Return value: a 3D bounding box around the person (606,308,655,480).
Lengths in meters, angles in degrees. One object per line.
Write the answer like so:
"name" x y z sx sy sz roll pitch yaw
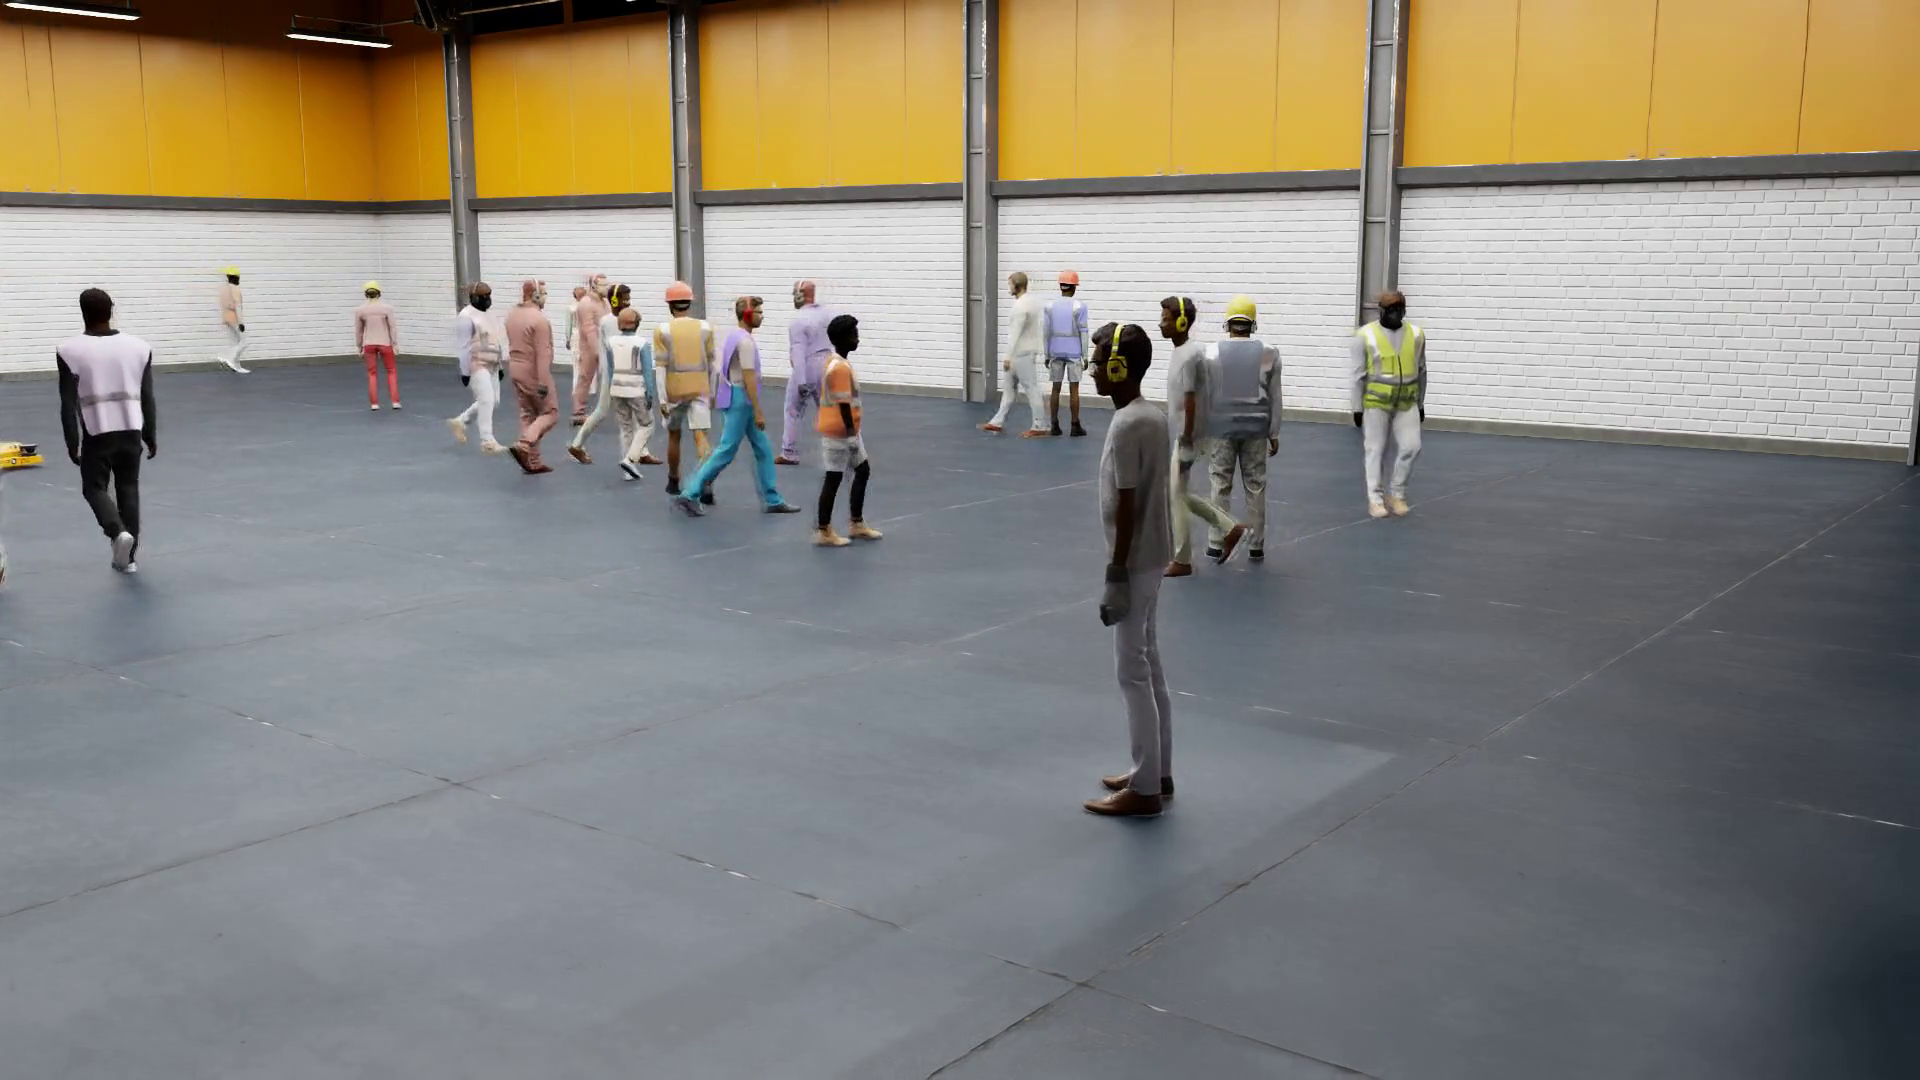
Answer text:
"person" -3.067 -1.344 15.466 0.519 1.622 0.383 4 11 24

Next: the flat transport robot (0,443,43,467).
"flat transport robot" -9.942 -0.858 16.544 1.431 0.197 0.652 4 10 20

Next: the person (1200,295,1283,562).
"person" 1.905 -0.754 11.400 0.597 1.832 0.404 0 10 3

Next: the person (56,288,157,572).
"person" -5.549 -0.699 10.902 0.590 1.896 0.608 -9 13 -42

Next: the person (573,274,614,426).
"person" -4.347 -2.303 20.311 0.949 1.865 0.642 3 10 14

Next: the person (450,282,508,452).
"person" -5.182 -1.843 17.775 0.659 1.821 0.633 2 10 11

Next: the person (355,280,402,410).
"person" -7.879 -2.624 22.505 0.568 1.757 0.368 -1 10 -4

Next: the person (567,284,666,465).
"person" -3.504 -1.642 16.626 0.974 1.823 0.528 2 10 12

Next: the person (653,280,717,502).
"person" -2.341 -1.276 14.288 0.558 1.896 0.991 -3 10 -19

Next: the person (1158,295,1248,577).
"person" 1.555 -0.664 10.841 0.584 1.855 0.529 0 10 0

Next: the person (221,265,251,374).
"person" -12.813 -3.890 29.398 0.606 1.916 0.421 9 13 43

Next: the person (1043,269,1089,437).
"person" 1.244 -2.171 19.344 0.551 1.934 0.373 4 11 23

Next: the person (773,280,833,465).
"person" -1.440 -1.654 16.552 0.942 1.869 0.647 6 12 33

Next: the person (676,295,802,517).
"person" -1.817 -1.071 13.379 0.978 1.800 0.575 -2 10 -9

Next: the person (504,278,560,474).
"person" -4.114 -1.549 15.889 0.642 1.886 0.517 8 13 40

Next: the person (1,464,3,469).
"person" -9.416 -1.395 15.495 0.887 1.691 0.510 -1 10 -4

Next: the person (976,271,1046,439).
"person" 0.577 -2.104 19.043 0.929 1.901 0.661 2 10 9

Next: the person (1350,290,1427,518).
"person" 3.437 -1.076 13.290 0.659 1.826 0.504 -1 10 -7

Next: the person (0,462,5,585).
"person" -5.961 -0.379 9.899 0.515 1.598 0.758 -2 10 -13

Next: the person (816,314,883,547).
"person" -0.768 -0.775 11.951 0.614 1.674 0.559 -1 10 -4

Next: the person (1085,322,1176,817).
"person" 0.643 0.114 6.287 0.345 1.862 0.516 3 10 17

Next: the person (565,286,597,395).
"person" -5.668 -2.980 24.951 0.509 1.629 0.314 -7 12 -36
